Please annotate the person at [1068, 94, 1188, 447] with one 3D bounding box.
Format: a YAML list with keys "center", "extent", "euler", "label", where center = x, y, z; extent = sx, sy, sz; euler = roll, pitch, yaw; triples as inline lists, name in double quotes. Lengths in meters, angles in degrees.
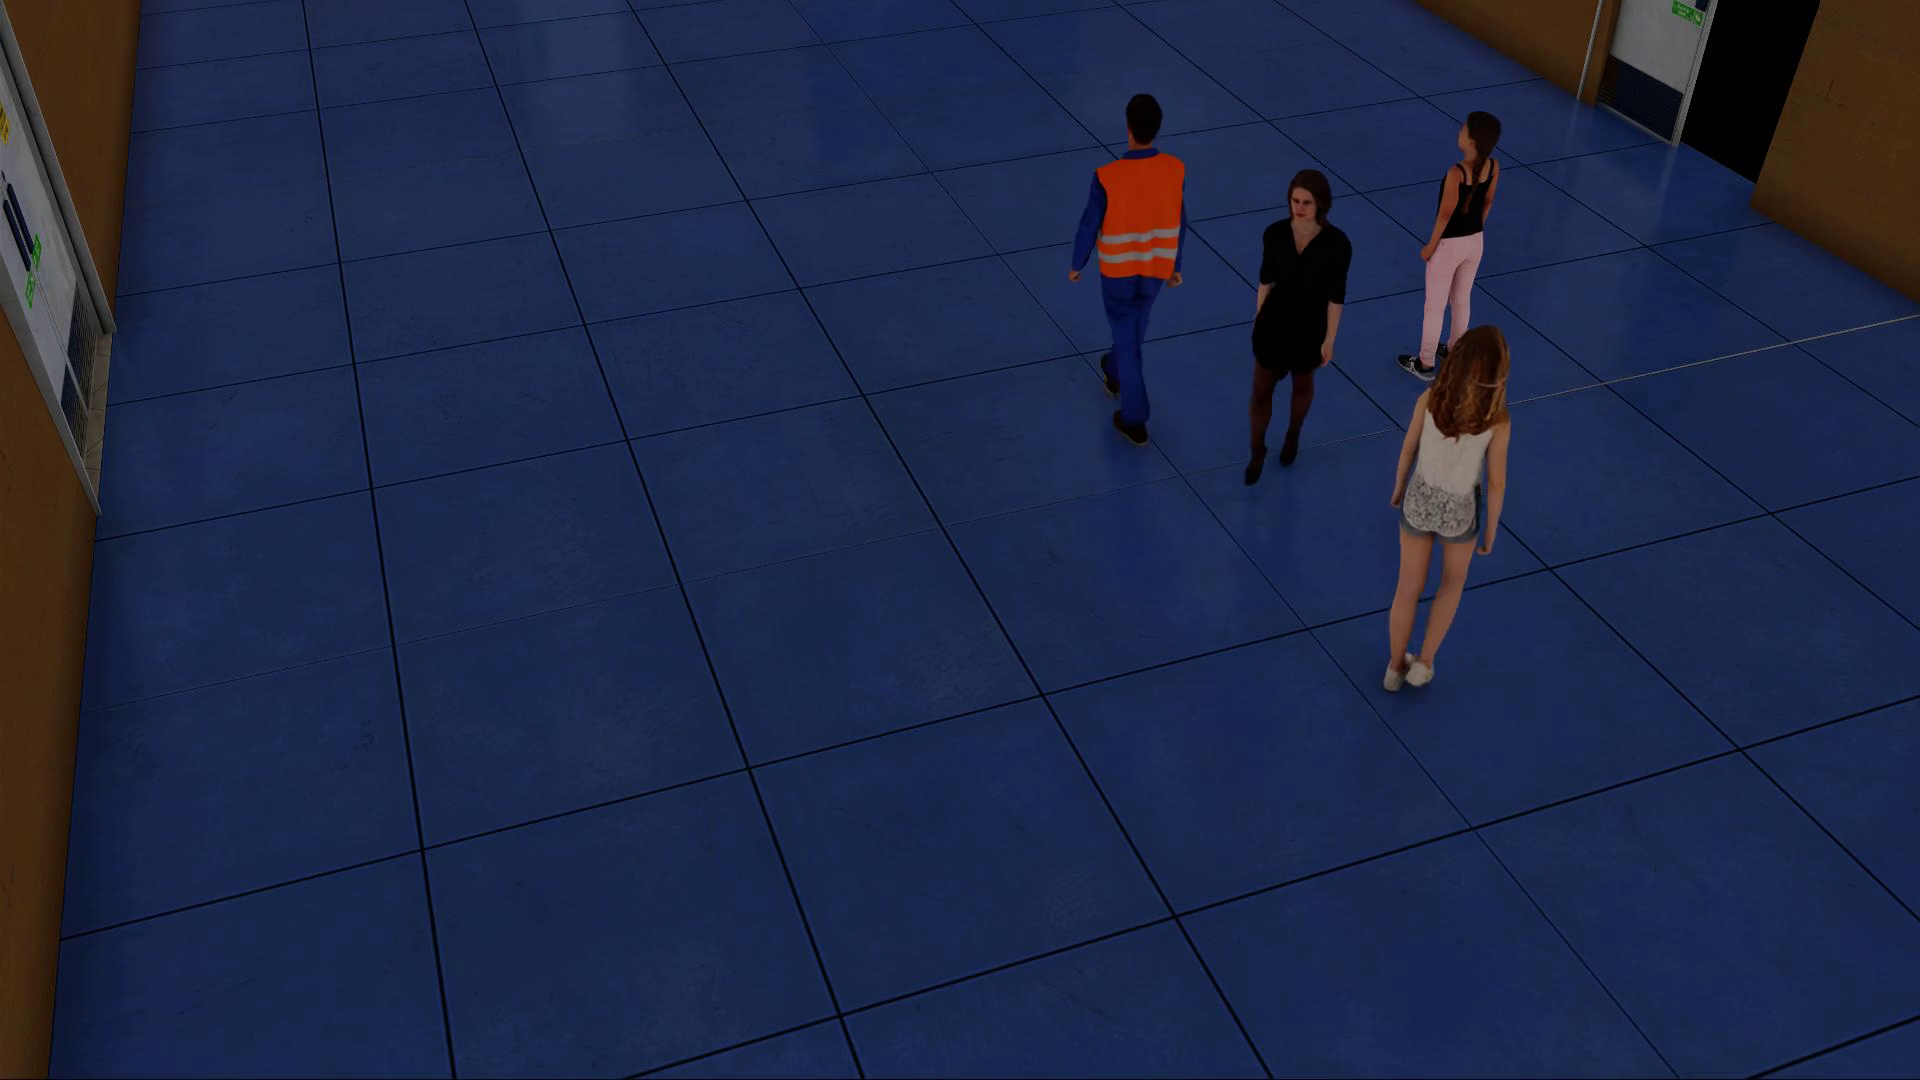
- center: [0.914, -1.318, 8.490]
  extent: [0.934, 1.838, 0.772]
  euler: [-12, 39, -16]
  label: "person"

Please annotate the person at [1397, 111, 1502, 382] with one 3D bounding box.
- center: [2.720, -1.608, 9.105]
  extent: [0.470, 1.563, 0.607]
  euler: [-16, 40, -20]
  label: "person"

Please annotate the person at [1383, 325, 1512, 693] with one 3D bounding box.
- center: [1.948, -0.034, 6.857]
  extent: [0.735, 1.744, 0.792]
  euler: [15, 39, 19]
  label: "person"

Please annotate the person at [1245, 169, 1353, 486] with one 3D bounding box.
- center: [1.709, -1.099, 8.311]
  extent: [0.811, 1.685, 0.868]
  euler: [13, 39, 16]
  label: "person"
